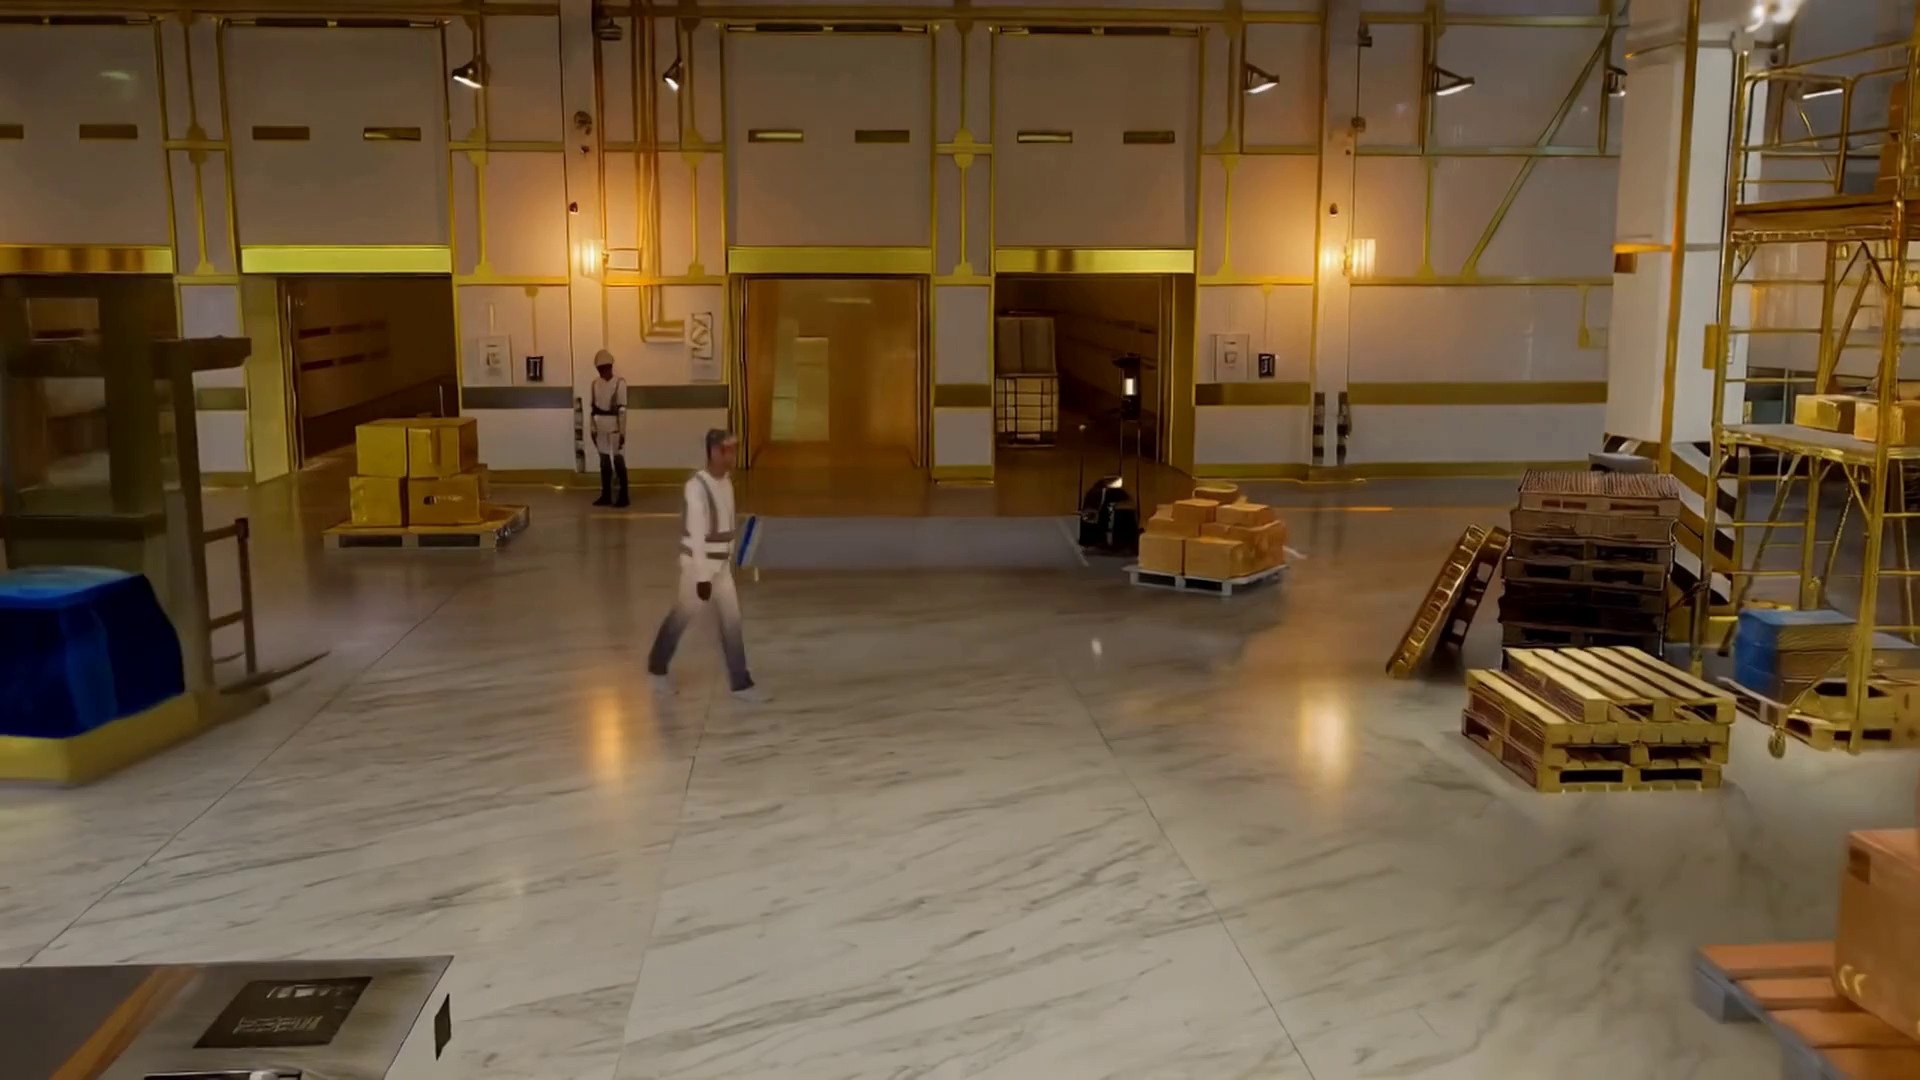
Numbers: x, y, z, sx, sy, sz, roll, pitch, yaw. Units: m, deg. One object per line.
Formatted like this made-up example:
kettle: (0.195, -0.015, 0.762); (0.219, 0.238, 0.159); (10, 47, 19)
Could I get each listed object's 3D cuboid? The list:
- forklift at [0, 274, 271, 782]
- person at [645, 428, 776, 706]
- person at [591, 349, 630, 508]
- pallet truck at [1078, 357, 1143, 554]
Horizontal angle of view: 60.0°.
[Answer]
forklift: (-5.187, -0.167, 9.797); (1.129, 2.768, 1.873); (1, 9, 9)
person: (-1.712, 0.169, 11.005); (0.999, 1.831, 0.594); (4, 10, 22)
person: (-4.289, -1.352, 20.233); (0.544, 1.928, 0.392); (6, 11, 32)
pallet truck: (2.088, -0.836, 16.757); (1.885, 1.965, 0.823); (2, 9, 13)
